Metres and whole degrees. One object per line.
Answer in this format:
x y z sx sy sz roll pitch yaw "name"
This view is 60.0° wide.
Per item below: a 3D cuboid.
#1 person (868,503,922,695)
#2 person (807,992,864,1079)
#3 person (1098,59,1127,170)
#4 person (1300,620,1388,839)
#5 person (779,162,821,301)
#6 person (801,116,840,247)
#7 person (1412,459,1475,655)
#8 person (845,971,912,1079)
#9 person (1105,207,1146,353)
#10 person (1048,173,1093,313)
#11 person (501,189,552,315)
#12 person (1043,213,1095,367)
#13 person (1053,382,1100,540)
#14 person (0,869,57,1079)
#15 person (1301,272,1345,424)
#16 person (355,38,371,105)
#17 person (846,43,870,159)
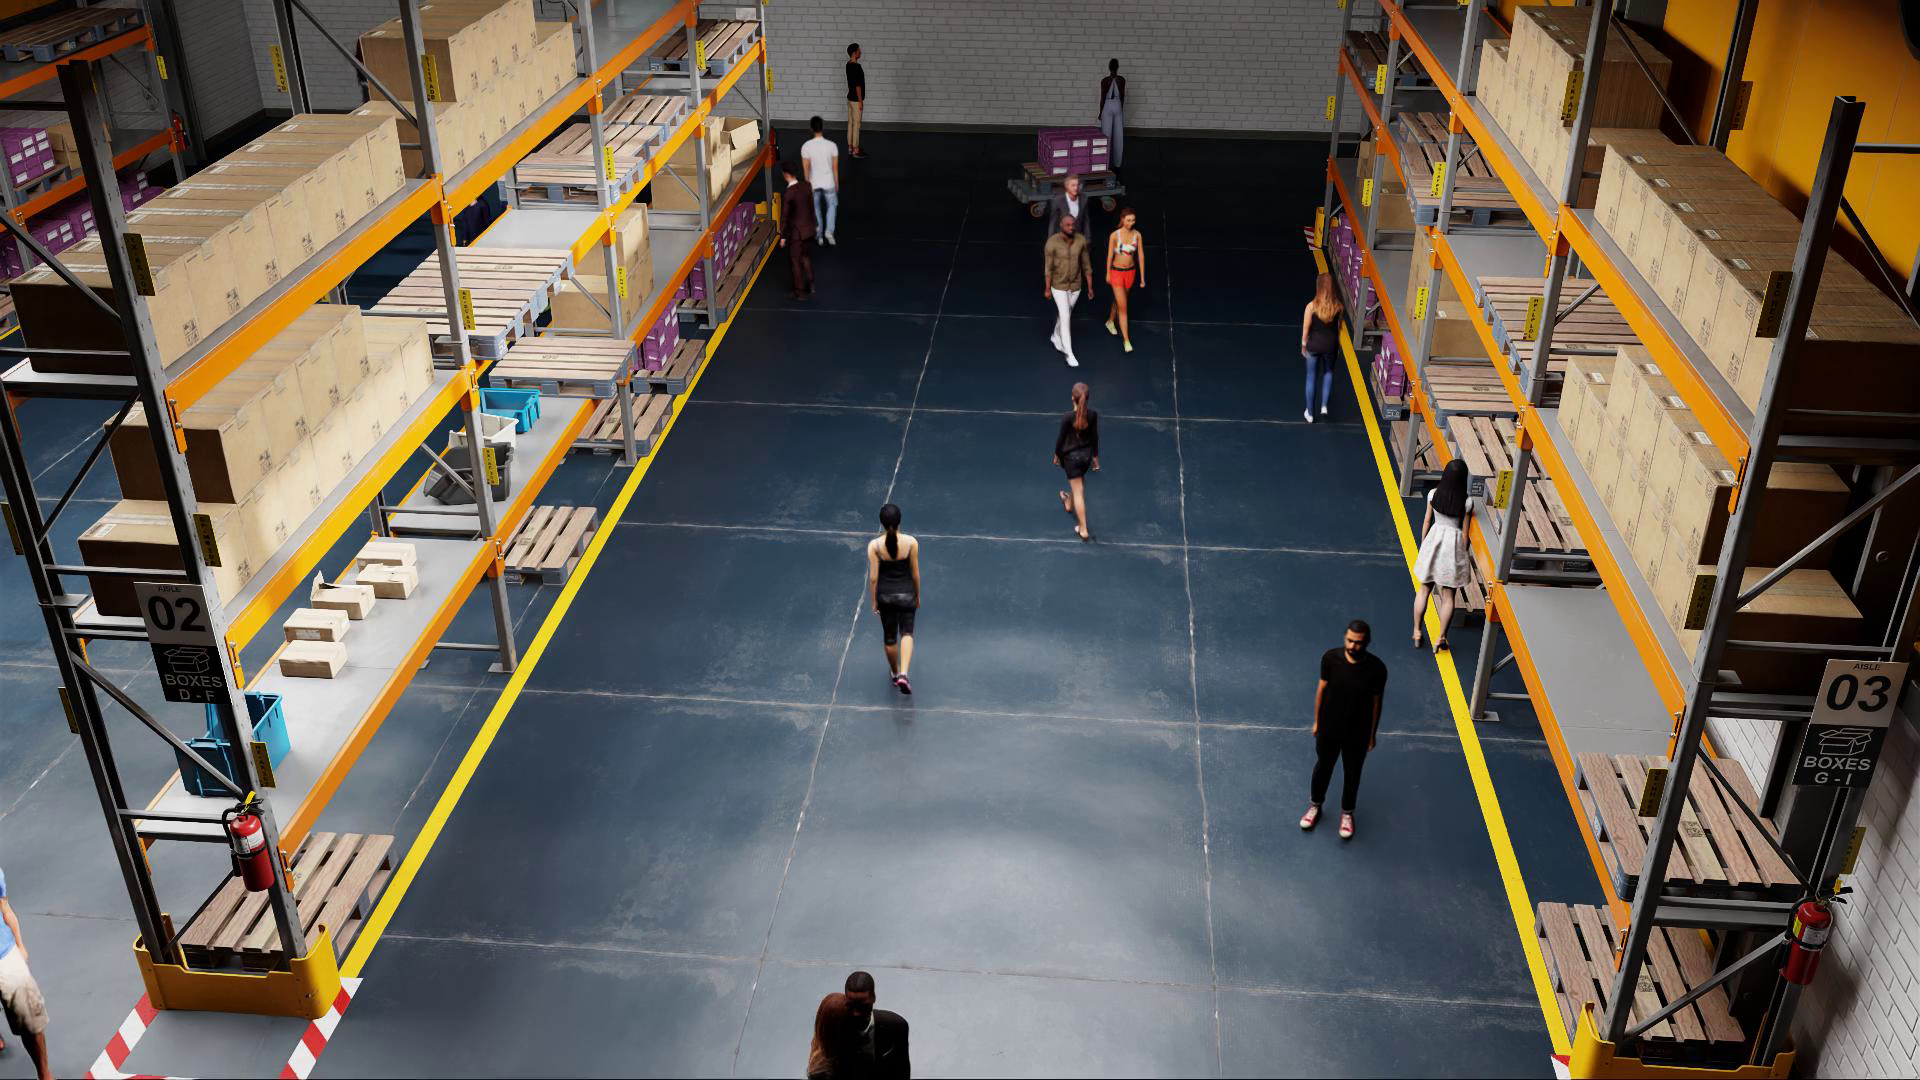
-0.512 0.520 13.481 0.676 1.719 0.924 -3 29 -5 "person"
-0.712 3.058 8.849 0.707 1.699 0.497 6 29 11 "person"
2.479 -6.935 27.077 0.634 1.786 0.606 -9 30 -16 "person"
2.772 1.329 11.956 0.686 1.758 0.659 12 31 20 "person"
-2.061 -4.030 21.679 0.930 1.855 0.823 17 33 29 "person"
-1.949 -5.028 23.517 0.757 1.847 0.911 -2 29 -4 "person"
4.114 0.131 14.140 0.773 1.769 0.794 18 33 29 "person"
-0.510 3.001 8.848 0.694 1.799 0.599 -3 29 -5 "person"
1.966 -3.234 20.352 0.851 1.729 1.234 -5 29 -9 "person"
1.358 -3.835 21.352 0.857 1.826 0.856 -13 31 -22 "person"
-5.576 -3.815 21.307 0.625 1.834 0.515 3 29 5 "person"
1.252 -3.062 19.970 1.056 1.794 1.280 -10 30 -17 "person"
1.159 -0.746 16.010 0.831 1.519 1.098 -9 30 -16 "person"
-5.787 2.451 9.812 1.182 1.843 1.214 -23 36 -36 "person"
3.981 -2.069 18.236 0.578 1.709 0.616 1 29 3 "person"
-10.122 -7.705 28.517 0.599 1.760 0.902 4 29 7 "person"
-1.751 -7.351 27.764 0.776 1.858 0.623 -10 30 -18 "person"
